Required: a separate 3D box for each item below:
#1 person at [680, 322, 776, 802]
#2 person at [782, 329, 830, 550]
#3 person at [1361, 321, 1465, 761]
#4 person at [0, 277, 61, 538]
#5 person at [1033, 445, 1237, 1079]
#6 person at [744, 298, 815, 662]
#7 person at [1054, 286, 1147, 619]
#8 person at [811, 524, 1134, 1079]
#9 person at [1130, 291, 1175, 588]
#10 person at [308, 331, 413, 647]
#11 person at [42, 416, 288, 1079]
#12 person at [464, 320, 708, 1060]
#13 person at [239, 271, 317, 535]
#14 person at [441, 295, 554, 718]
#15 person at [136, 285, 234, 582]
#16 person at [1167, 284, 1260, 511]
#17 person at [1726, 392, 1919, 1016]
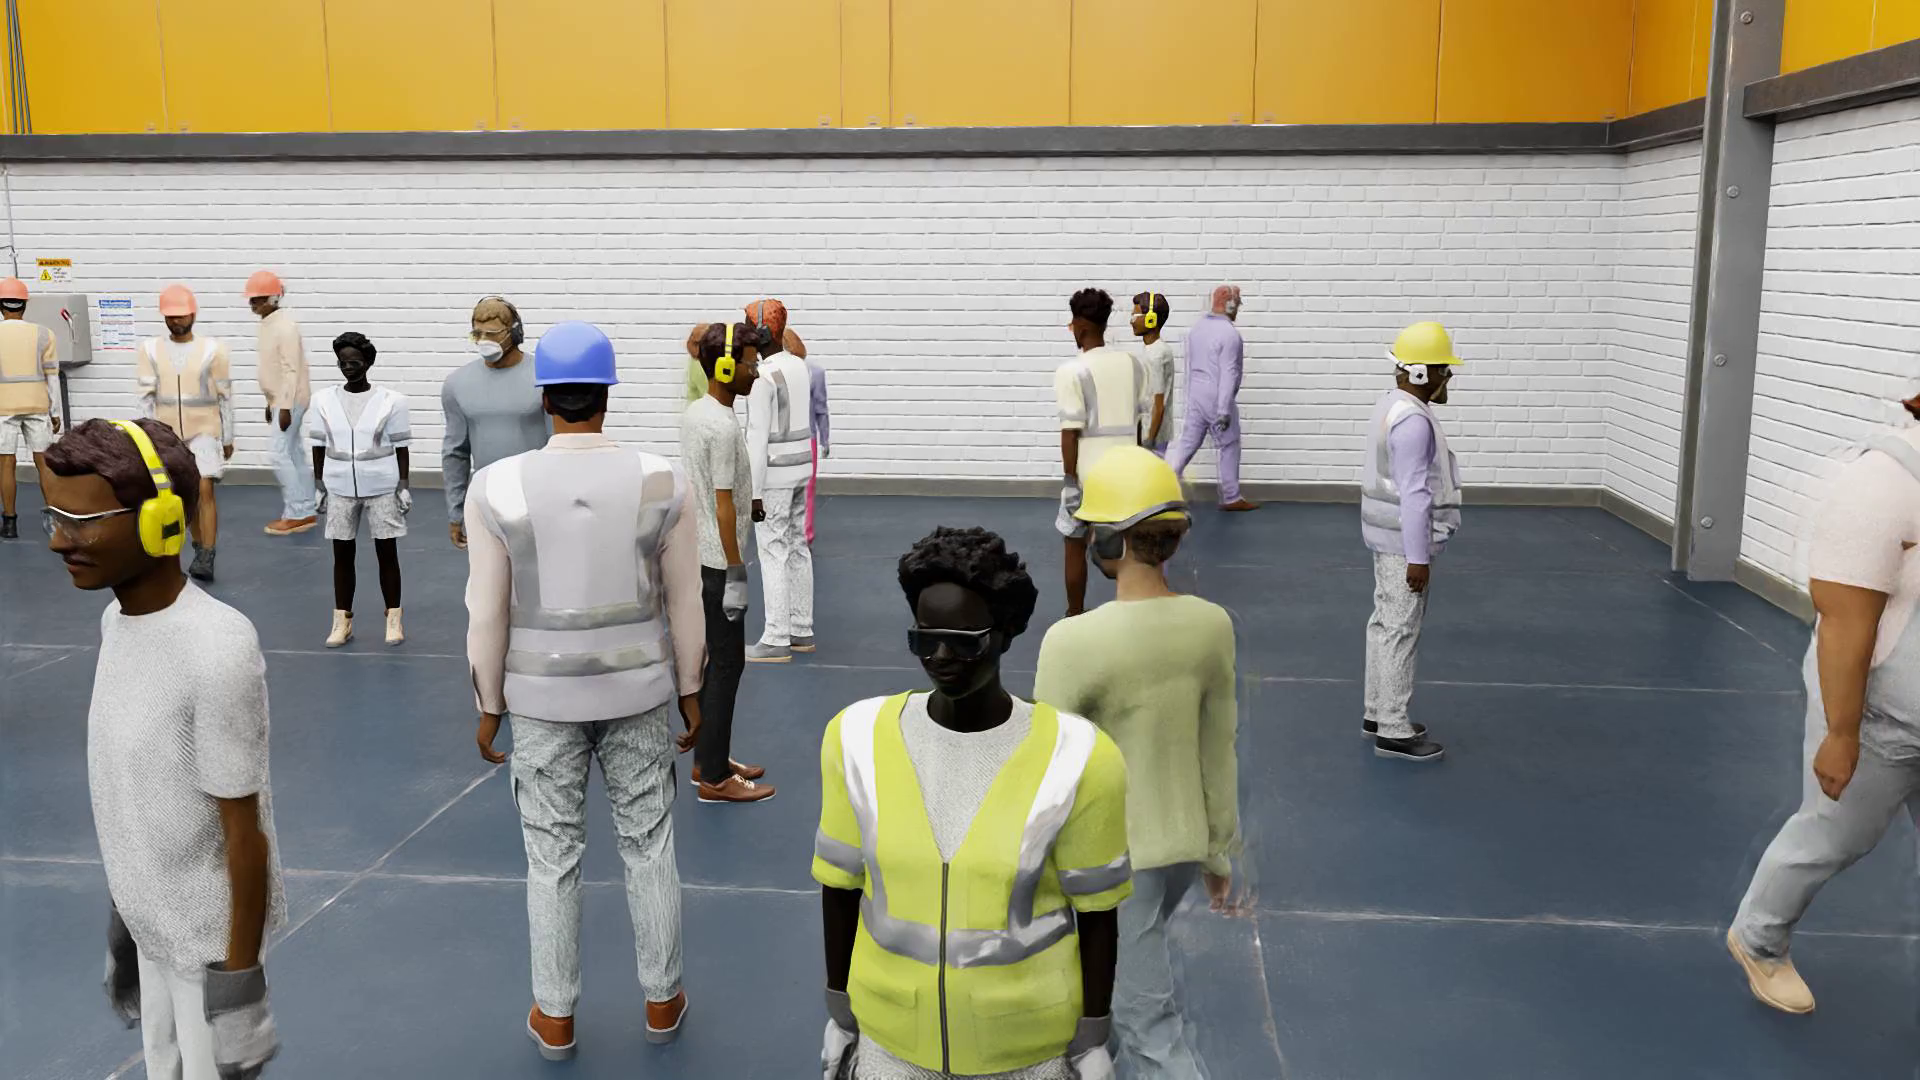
[{"bbox_3d":[-0.902,0.093,6.423,0.341,1.857,0.524,-4,11,-20],"label":"person"},{"bbox_3d":[-1.171,-0.678,11.599,0.517,1.574,0.887,-1,10,-3],"label":"person"},{"bbox_3d":[1.897,-0.001,7.013,0.404,1.829,0.600,1,10,4],"label":"person"},{"bbox_3d":[-6.994,-0.982,12.383,0.543,1.925,0.395,-8,13,-38],"label":"person"},{"bbox_3d":[0.367,0.662,3.537,0.534,1.723,0.899,-9,13,-41],"label":"person"},{"bbox_3d":[-0.951,-0.303,8.614,0.359,1.880,0.575,4,11,20],"label":"person"},{"bbox_3d":[0.811,-0.352,8.717,0.625,1.944,0.833,-6,12,-32],"label":"person"},{"bbox_3d":[0.012,0.809,2.759,0.535,1.697,0.321,2,10,13],"label":"person"},{"bbox_3d":[1.165,-0.600,10.349,0.328,1.868,0.513,1,10,5],"label":"person"},{"bbox_3d":[-3.207,-0.268,8.925,0.532,1.697,0.322,-1,10,-7],"label":"person"},{"bbox_3d":[-1.335,0.712,2.865,0.322,1.861,0.514,-9,14,-43],"label":"person"},{"bbox_3d":[-0.977,0.399,4.401,0.614,1.943,0.405,-3,10,-17],"label":"person"},{"bbox_3d":[-5.111,-1.025,12.497,0.513,1.970,0.609,-7,12,-36],"label":"person"},{"bbox_3d":[-2.028,-0.136,7.527,0.641,1.927,0.385,1,10,7],"label":"person"},{"bbox_3d":[-4.984,-0.672,10.675,0.550,1.893,0.939,-2,10,-10],"label":"person"},{"bbox_3d":[1.985,-1.125,13.366,0.965,1.863,0.696,-4,11,-24],"label":"person"},{"bbox_3d":[2.421,0.369,4.299,0.694,2.000,0.981,-3,10,-19],"label":"person"}]
